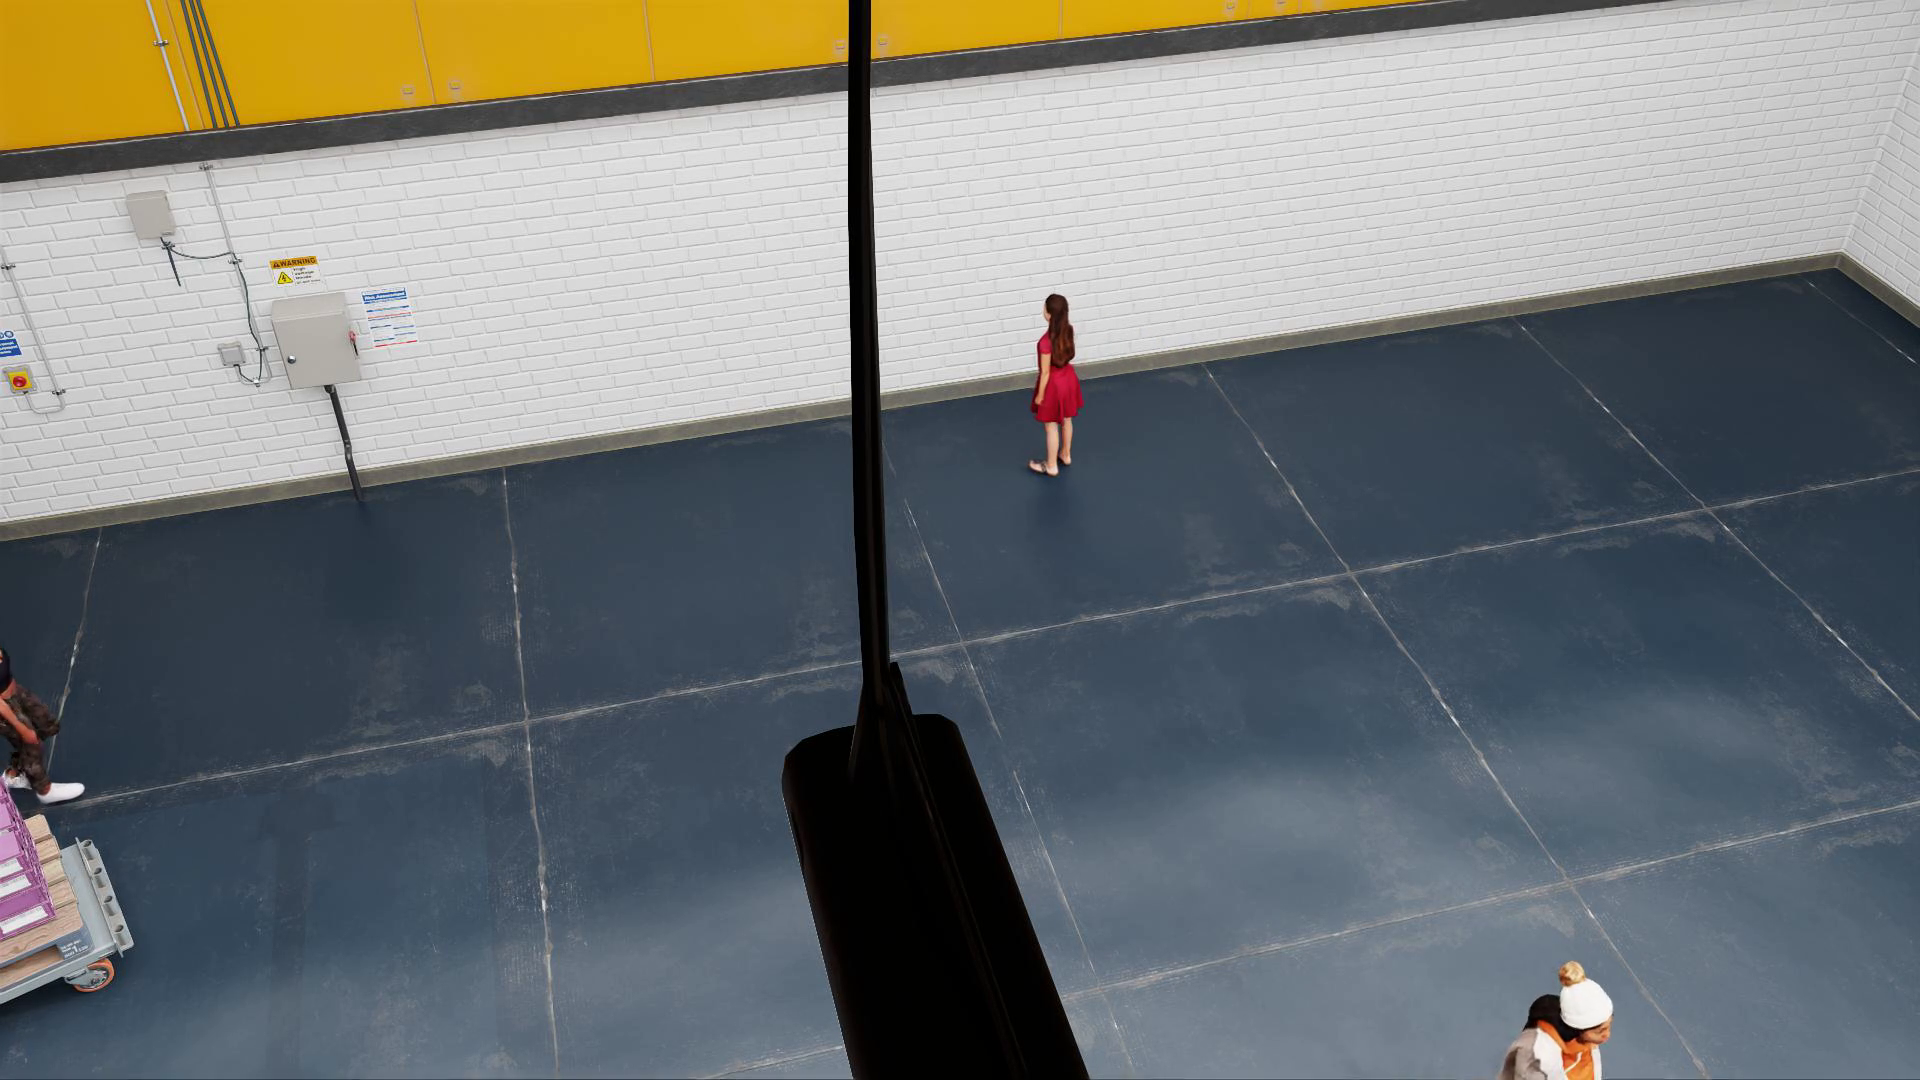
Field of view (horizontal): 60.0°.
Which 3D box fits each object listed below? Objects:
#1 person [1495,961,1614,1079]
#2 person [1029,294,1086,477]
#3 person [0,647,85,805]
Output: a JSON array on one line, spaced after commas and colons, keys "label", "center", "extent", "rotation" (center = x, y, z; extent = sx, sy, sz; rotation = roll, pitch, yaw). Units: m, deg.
[{"label": "person", "center": [2.596, 2.602, 7.797], "extent": [0.973, 1.850, 1.289], "rotation": [-25, 45, -28]}, {"label": "person", "center": [0.742, -1.200, 12.797], "extent": [0.732, 1.552, 0.672], "rotation": [29, 47, 31]}, {"label": "person", "center": [-5.735, 1.057, 9.870], "extent": [0.682, 1.678, 0.641], "rotation": [-16, 41, -19]}]
